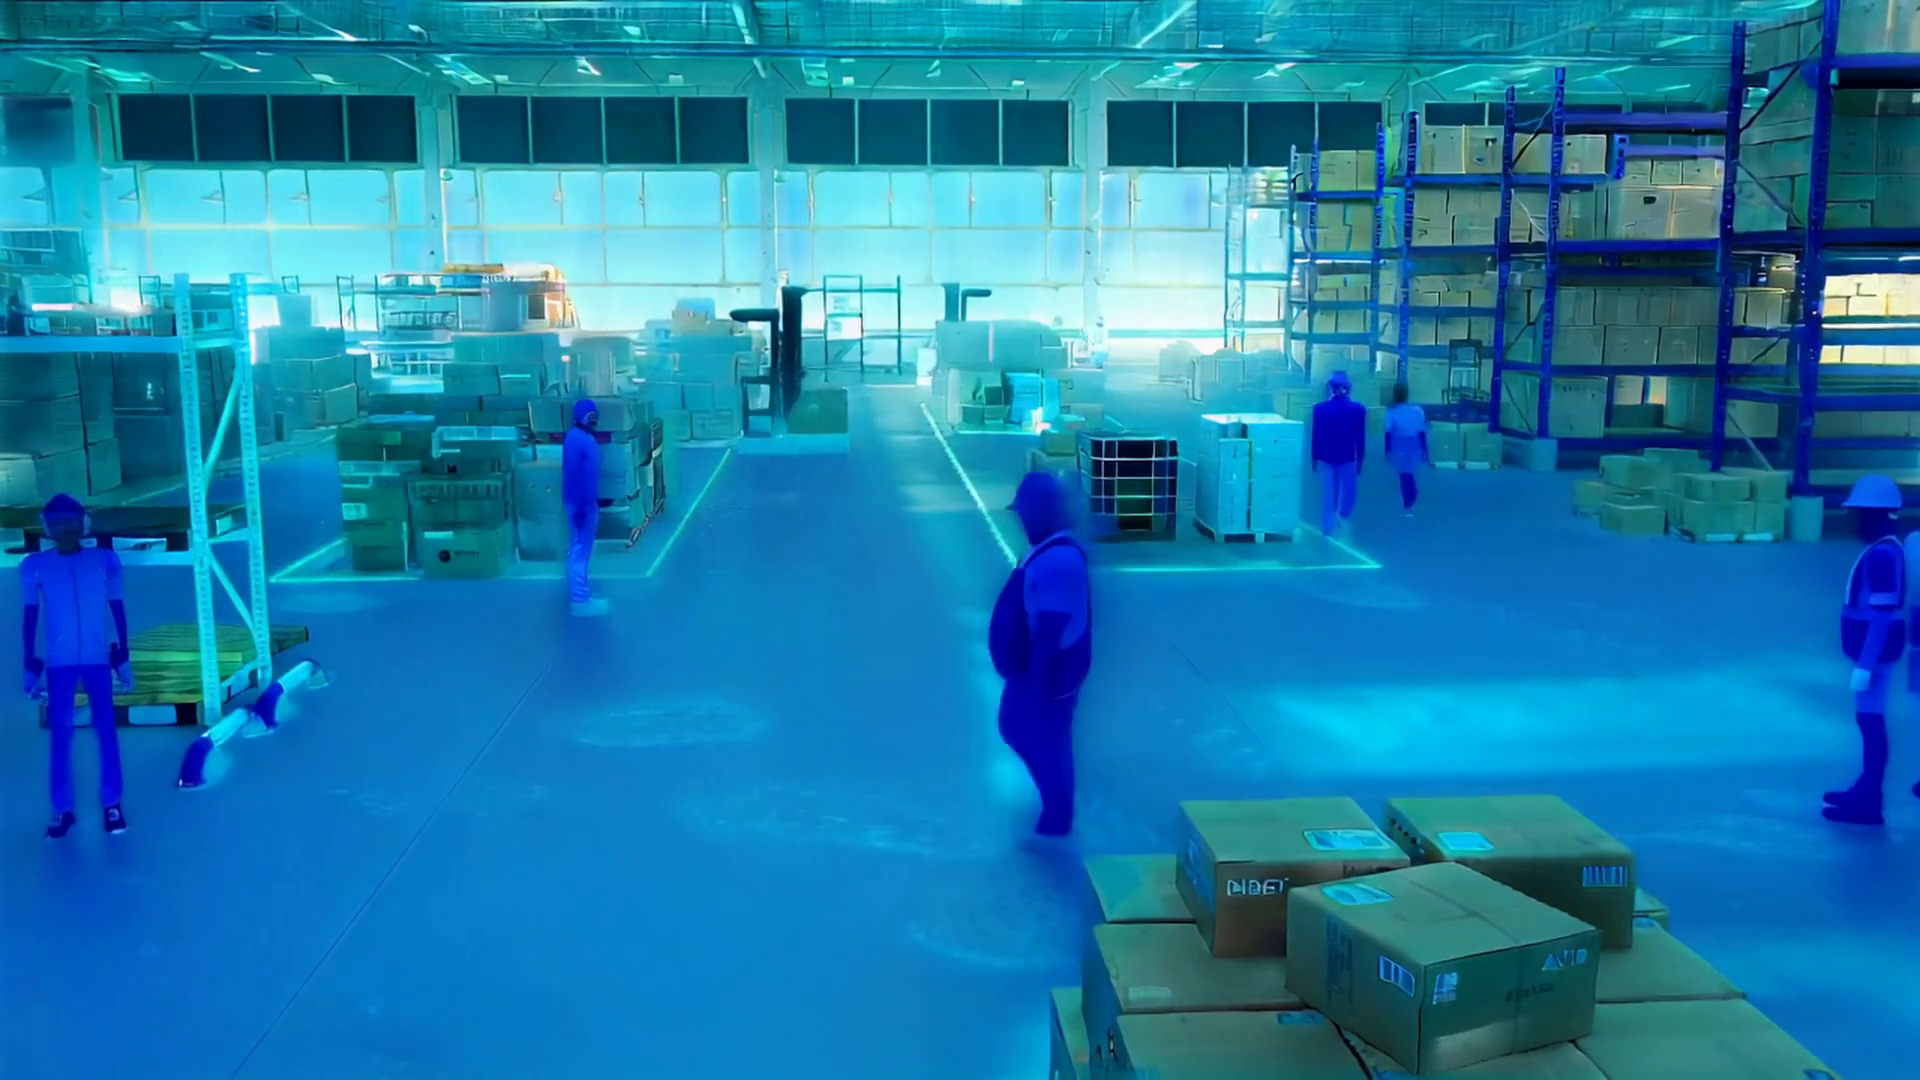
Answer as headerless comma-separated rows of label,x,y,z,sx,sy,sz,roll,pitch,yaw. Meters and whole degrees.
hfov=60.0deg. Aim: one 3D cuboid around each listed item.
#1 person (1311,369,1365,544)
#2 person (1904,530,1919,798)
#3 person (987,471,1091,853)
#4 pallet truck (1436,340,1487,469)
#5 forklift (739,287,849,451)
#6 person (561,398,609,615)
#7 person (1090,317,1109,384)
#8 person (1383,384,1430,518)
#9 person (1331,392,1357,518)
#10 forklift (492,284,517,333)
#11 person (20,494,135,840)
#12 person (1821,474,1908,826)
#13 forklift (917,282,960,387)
person,4.248,-0.935,18.731,0.639,1.968,0.511,4,10,25
person,5.695,0.546,9.615,0.570,1.921,0.559,4,10,24
person,0.411,0.634,8.679,0.537,2.000,0.687,-1,9,-4
pallet truck,8.004,-2.170,26.422,0.823,1.965,1.885,2,9,14
forklift,-2.857,-2.959,28.607,1.873,2.768,1.129,-1,9,-4
person,-3.373,-0.306,14.910,0.375,1.936,0.627,0,9,-1
person,3.829,-5.194,45.761,0.559,1.886,1.020,4,10,21
person,5.576,-1.125,20.874,0.598,1.658,0.566,-3,9,-16
person,4.728,-1.066,20.767,0.530,1.578,0.908,4,10,22
forklift,-9.921,-4.219,36.520,1.873,2.768,1.129,-1,9,-4
person,-4.757,0.675,8.968,0.535,1.865,0.312,-3,10,-21
person,4.999,0.605,9.181,0.378,1.938,0.547,6,11,31
forklift,-0.213,-5.567,44.985,1.873,2.768,1.129,-1,9,-4
